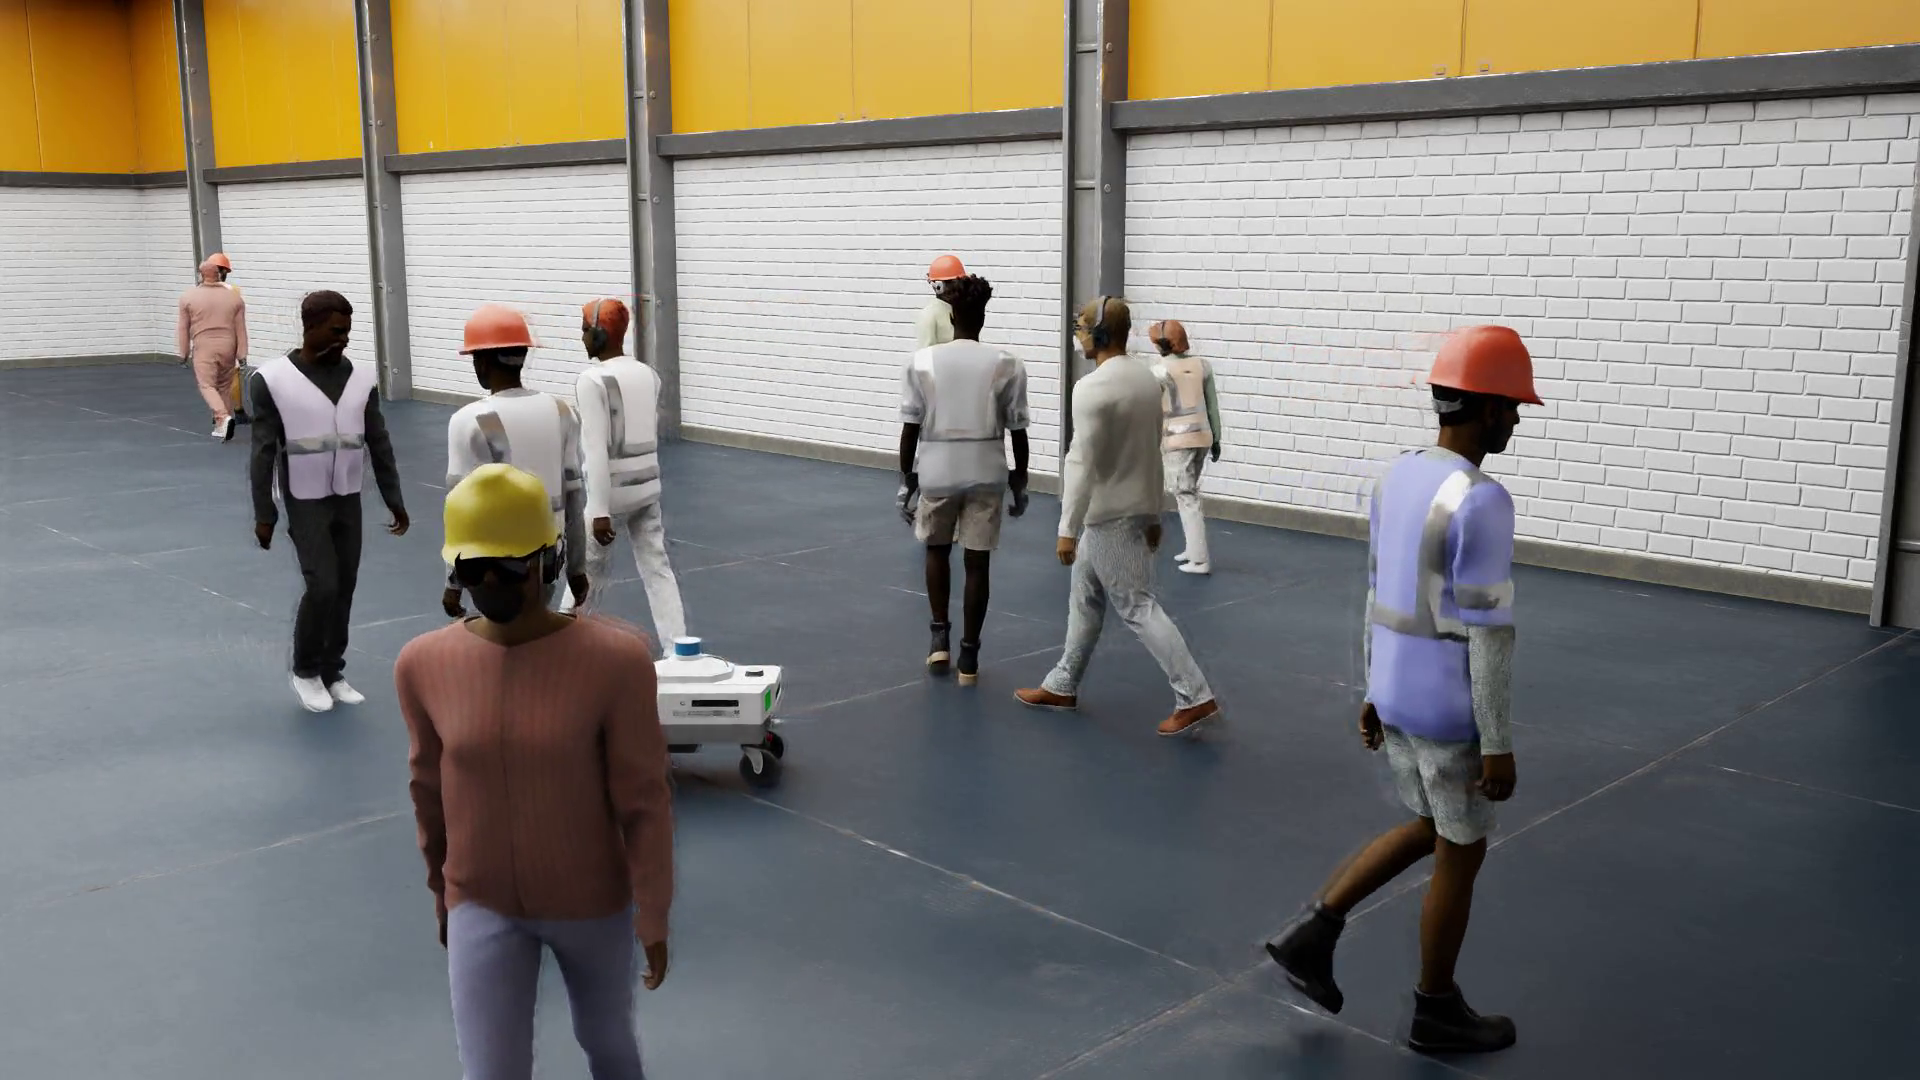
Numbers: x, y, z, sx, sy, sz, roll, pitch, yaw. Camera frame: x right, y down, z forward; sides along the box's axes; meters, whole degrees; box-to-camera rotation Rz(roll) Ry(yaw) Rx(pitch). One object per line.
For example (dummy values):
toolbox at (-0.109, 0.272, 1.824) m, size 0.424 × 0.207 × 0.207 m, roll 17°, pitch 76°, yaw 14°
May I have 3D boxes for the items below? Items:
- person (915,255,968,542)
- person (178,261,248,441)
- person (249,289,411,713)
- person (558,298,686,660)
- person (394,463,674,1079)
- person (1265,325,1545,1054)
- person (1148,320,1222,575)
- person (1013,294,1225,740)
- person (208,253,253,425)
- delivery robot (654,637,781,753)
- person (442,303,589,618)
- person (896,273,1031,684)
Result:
person at (-0.109, -0.990, 11.666) m, size 0.384 × 1.996 × 0.610 m, roll 4°, pitch 11°, yaw 20°
person at (-7.727, -1.954, 17.277) m, size 0.649 × 1.876 × 0.841 m, roll -8°, pitch 13°, yaw -39°
person at (-2.842, -0.171, 7.468) m, size 0.455 × 1.893 × 0.622 m, roll 7°, pitch 12°, yaw 33°
person at (-1.664, -0.207, 7.818) m, size 0.984 × 1.832 × 0.603 m, roll 5°, pitch 12°, yaw 26°
person at (-0.821, 0.680, 3.317) m, size 0.531 × 1.726 × 0.910 m, roll 0°, pitch 10°, yaw -3°
person at (1.179, 0.411, 4.254) m, size 0.582 × 1.914 × 0.543 m, roll -2°, pitch 11°, yaw -10°
person at (1.388, -0.582, 10.499) m, size 0.517 × 1.599 × 0.526 m, roll -7°, pitch 13°, yaw -35°
person at (0.710, -0.103, 7.138) m, size 1.032 × 1.895 × 0.648 m, roll 6°, pitch 12°, yaw 28°
person at (-8.318, -2.261, 18.784) m, size 0.543 × 1.927 × 0.383 m, roll 1°, pitch 10°, yaw 4°
delivery robot at (-1.061, 0.625, 6.536) m, size 0.707 × 0.478 × 0.477 m, roll 0°, pitch 10°, yaw -1°
person at (-1.608, 0.072, 6.182) m, size 0.980 × 1.899 × 0.540 m, roll 7°, pitch 12°, yaw 33°
person at (0.020, -0.297, 8.002) m, size 0.642 × 1.945 × 0.542 m, roll 0°, pitch 10°, yaw 2°
